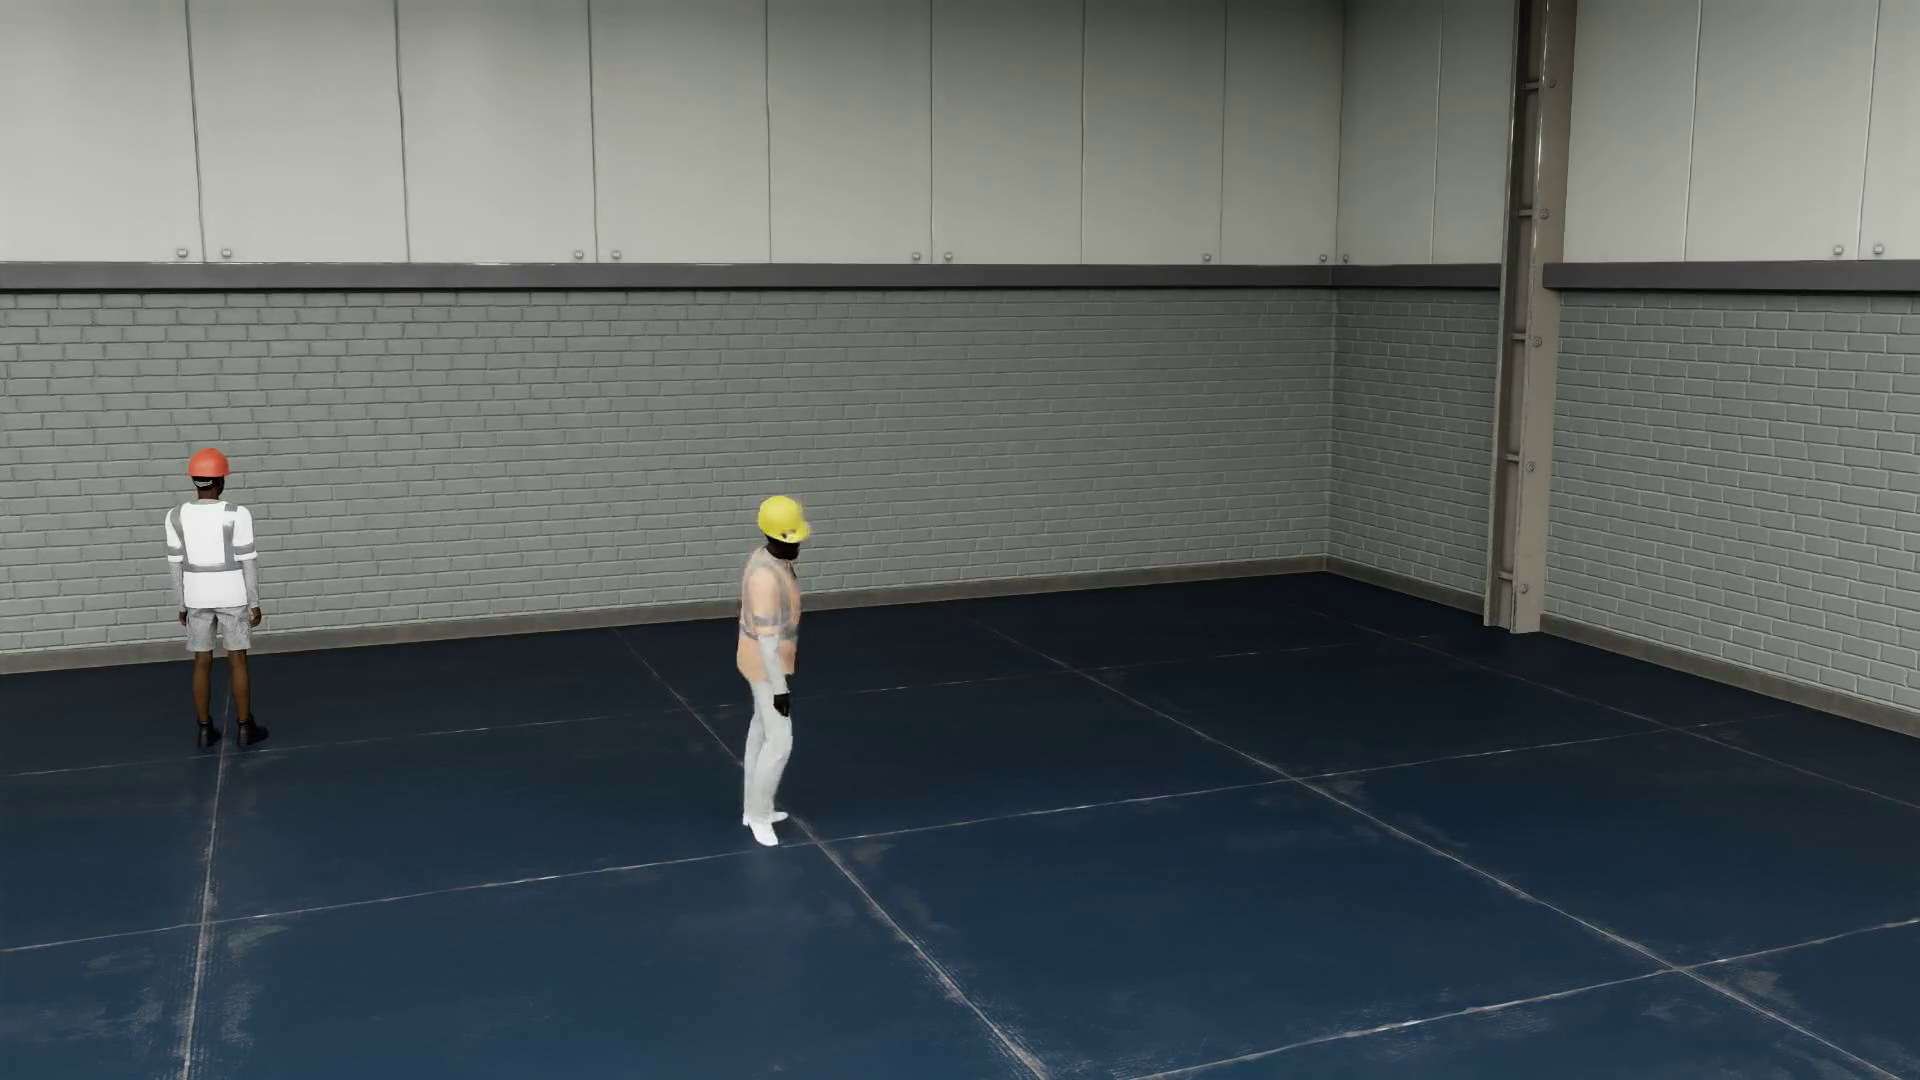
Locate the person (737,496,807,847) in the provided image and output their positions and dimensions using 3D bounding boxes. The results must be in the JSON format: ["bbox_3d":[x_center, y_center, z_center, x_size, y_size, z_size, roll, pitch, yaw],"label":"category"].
[{"bbox_3d":[-1.008,0.687,8.927,0.423,1.888,0.651,0,9,-1],"label":"person"}]

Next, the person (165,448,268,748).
[{"bbox_3d":[-4.767,0.375,10.683,0.545,1.938,0.355,-1,9,-5],"label":"person"}]
